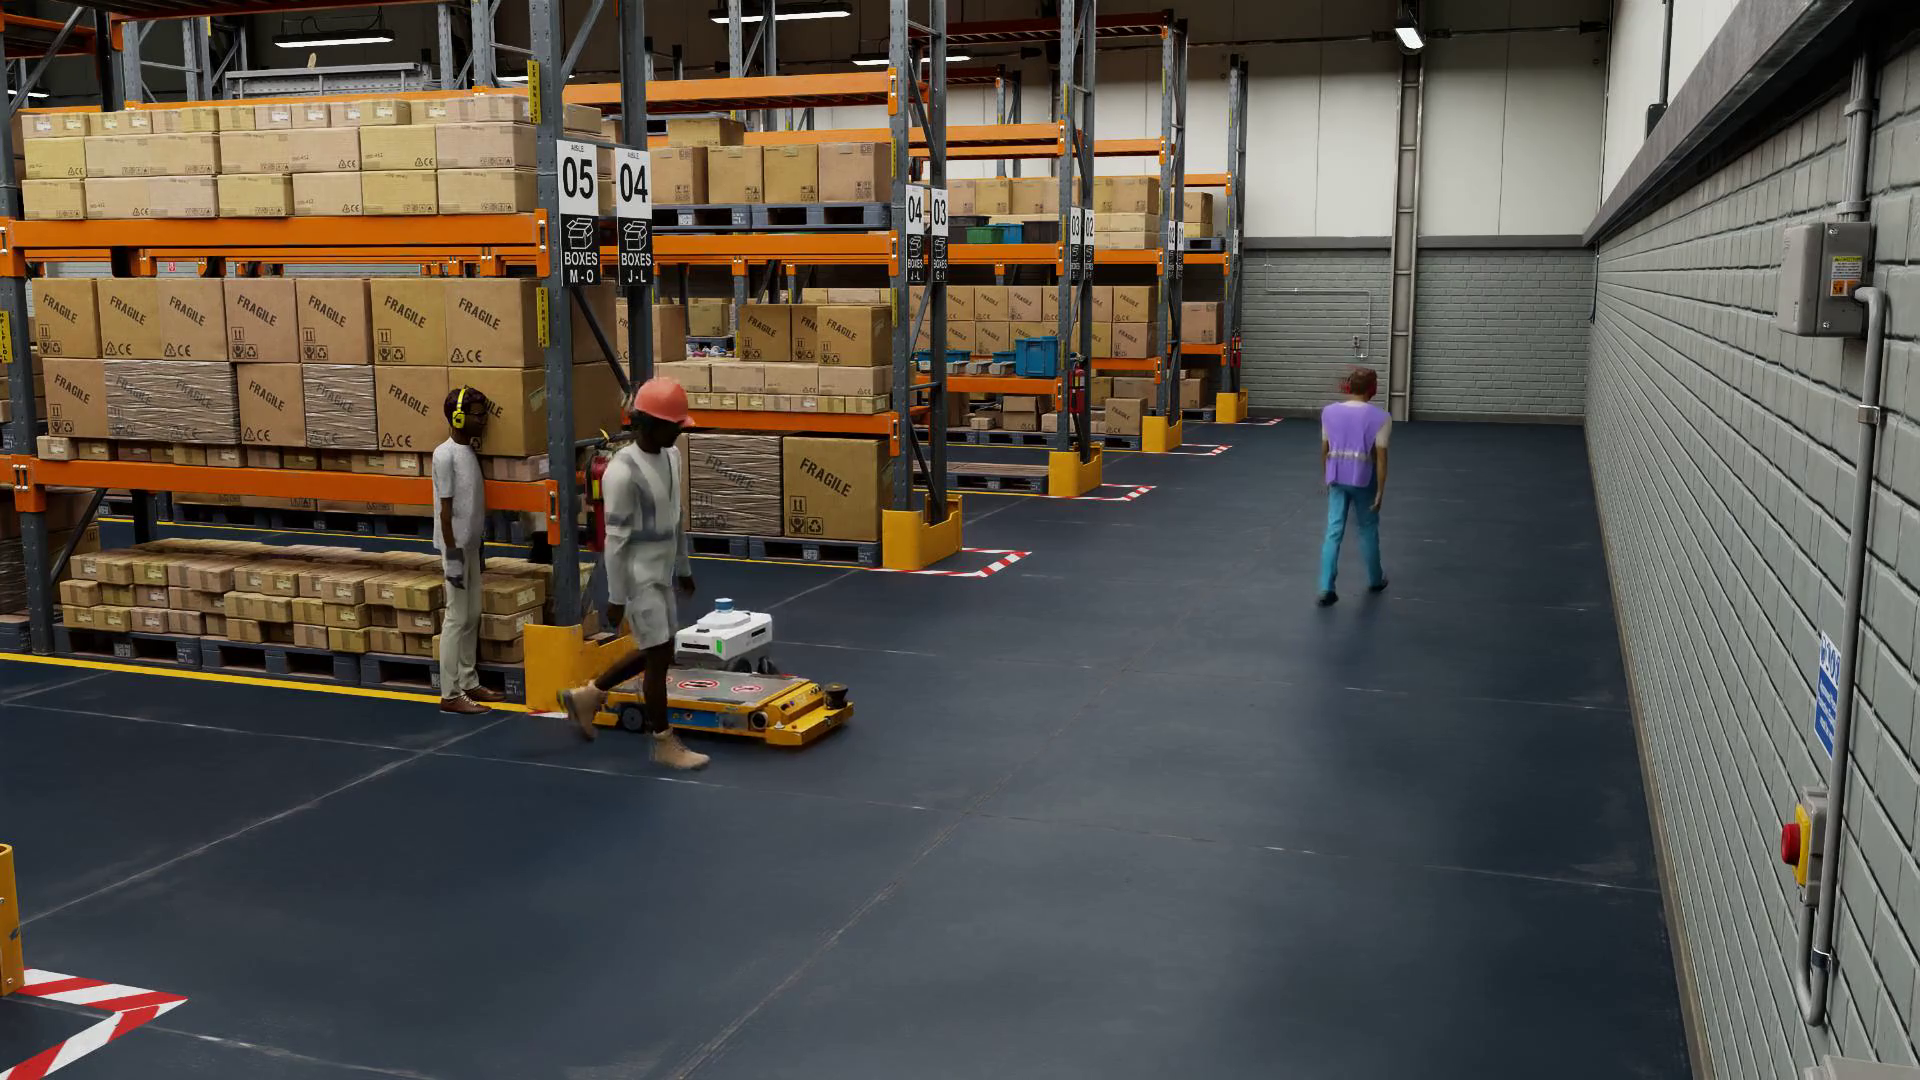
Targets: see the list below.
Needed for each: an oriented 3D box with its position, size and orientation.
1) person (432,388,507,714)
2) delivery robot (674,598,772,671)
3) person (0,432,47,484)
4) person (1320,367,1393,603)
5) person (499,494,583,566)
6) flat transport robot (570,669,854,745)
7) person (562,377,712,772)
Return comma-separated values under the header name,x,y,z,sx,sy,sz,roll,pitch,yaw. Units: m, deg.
name,x,y,z,sx,sy,sz,roll,pitch,yaw
person,-2.822,0.064,9.497,0.332,1.860,0.511,1,9,3
delivery robot,-1.410,0.593,9.952,0.477,0.478,0.707,3,10,20
person,-8.193,-0.788,14.420,0.407,1.982,0.613,7,12,38
person,3.029,-0.427,12.773,0.572,1.795,0.988,5,11,30
person,-2.960,-0.361,11.844,0.464,1.949,0.644,6,11,34
flat transport robot,-1.373,0.898,9.223,1.431,0.197,0.652,3,10,21
person,-1.652,0.173,8.349,0.775,2.004,0.676,3,9,16
